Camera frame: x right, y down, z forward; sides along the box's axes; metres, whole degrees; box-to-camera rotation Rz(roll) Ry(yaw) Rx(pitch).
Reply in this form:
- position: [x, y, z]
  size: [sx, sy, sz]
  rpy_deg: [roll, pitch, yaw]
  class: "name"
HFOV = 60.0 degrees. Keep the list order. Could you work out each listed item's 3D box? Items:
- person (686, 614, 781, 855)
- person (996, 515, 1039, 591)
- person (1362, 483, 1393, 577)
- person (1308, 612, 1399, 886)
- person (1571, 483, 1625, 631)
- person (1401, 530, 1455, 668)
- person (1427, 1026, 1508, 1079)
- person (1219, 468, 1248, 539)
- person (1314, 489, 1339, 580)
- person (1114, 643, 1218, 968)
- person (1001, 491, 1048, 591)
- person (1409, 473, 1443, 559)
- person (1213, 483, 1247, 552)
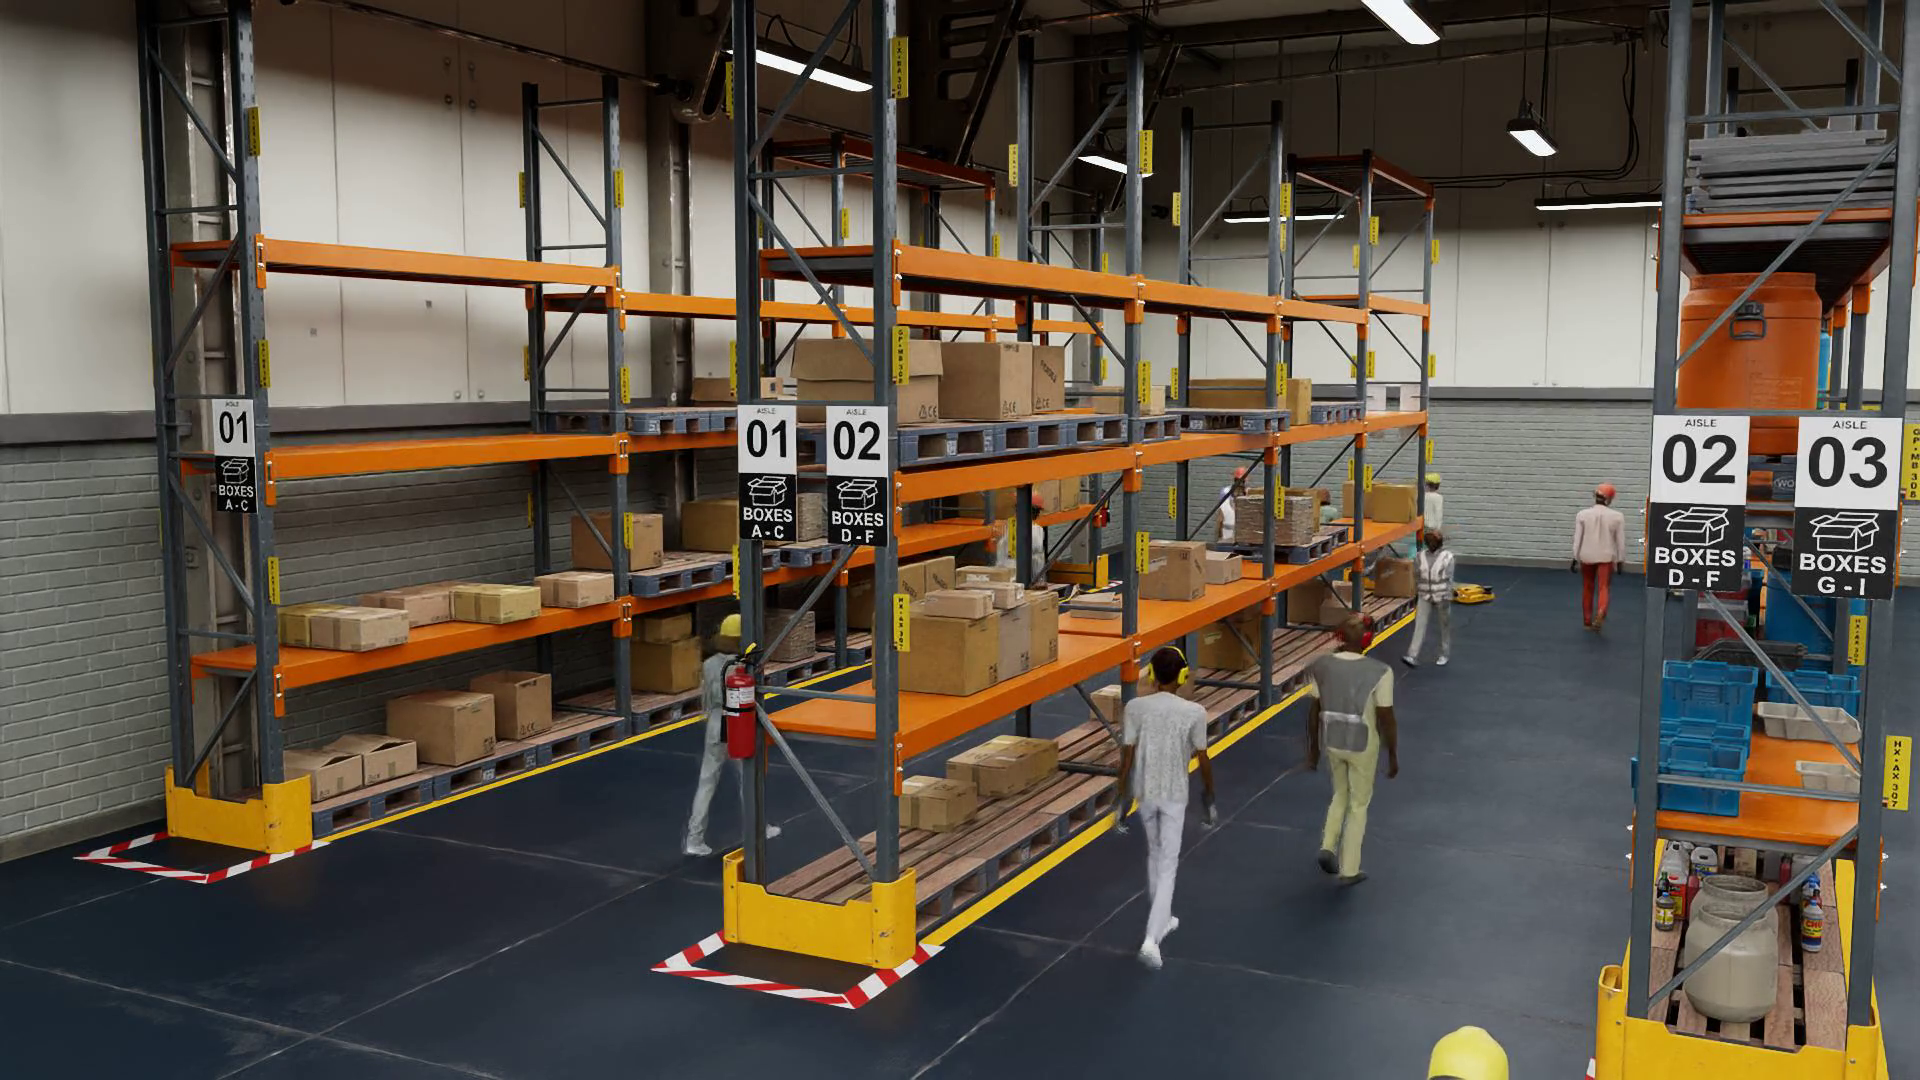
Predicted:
- position: [-1.648, 1.371, 11.826]
  size: [0.503, 1.699, 0.897]
  rpy_deg: [3, 7, 30]
  class: "person"
- position: [0.707, 0.487, 20.382]
  size: [0.606, 1.707, 0.858]
  rpy_deg: [-2, 6, -17]
  class: "person"
- position: [6.330, -0.012, 25.135]
  size: [0.647, 1.721, 0.502]
  rpy_deg: [2, 6, 16]
  class: "person"
- position: [2.610, 1.385, 11.023]
  size: [0.579, 1.828, 0.450]
  rpy_deg: [5, 8, 43]
  class: "person"
- position: [8.285, 0.236, 21.594]
  size: [0.658, 1.958, 0.821]
  rpy_deg: [2, 6, 22]
  class: "person"
- position: [5.371, 0.686, 18.984]
  size: [0.520, 1.586, 0.897]
  rpy_deg: [4, 7, 36]
  class: "person"
- position: [1.281, 2.118, 4.257]
  size: [0.523, 1.760, 0.327]
  rpy_deg: [2, 6, 22]
  class: "person"
- position: [4.329, -0.184, 26.027]
  size: [0.561, 1.880, 0.996]
  rpy_deg: [1, 6, 7]
  class: "person"
- position: [5.531, 0.031, 25.316]
  size: [0.520, 1.616, 0.534]
  rpy_deg: [4, 7, 34]
  class: "person"
- position: [1.185, 1.530, 9.706]
  size: [0.539, 1.830, 0.945]
  rpy_deg: [3, 6, 24]
  class: "person"
- position: [0.768, 0.428, 19.459]
  size: [0.583, 2.010, 0.652]
  rpy_deg: [-4, 7, -35]
  class: "person"
- position: [7.666, -0.236, 27.295]
  size: [0.835, 1.745, 0.535]
  rpy_deg: [-3, 7, -29]
  class: "person"
- position: [3.962, 0.081, 23.904]
  size: [0.592, 1.792, 0.979]
  rpy_deg: [2, 6, 16]
  class: "person"
